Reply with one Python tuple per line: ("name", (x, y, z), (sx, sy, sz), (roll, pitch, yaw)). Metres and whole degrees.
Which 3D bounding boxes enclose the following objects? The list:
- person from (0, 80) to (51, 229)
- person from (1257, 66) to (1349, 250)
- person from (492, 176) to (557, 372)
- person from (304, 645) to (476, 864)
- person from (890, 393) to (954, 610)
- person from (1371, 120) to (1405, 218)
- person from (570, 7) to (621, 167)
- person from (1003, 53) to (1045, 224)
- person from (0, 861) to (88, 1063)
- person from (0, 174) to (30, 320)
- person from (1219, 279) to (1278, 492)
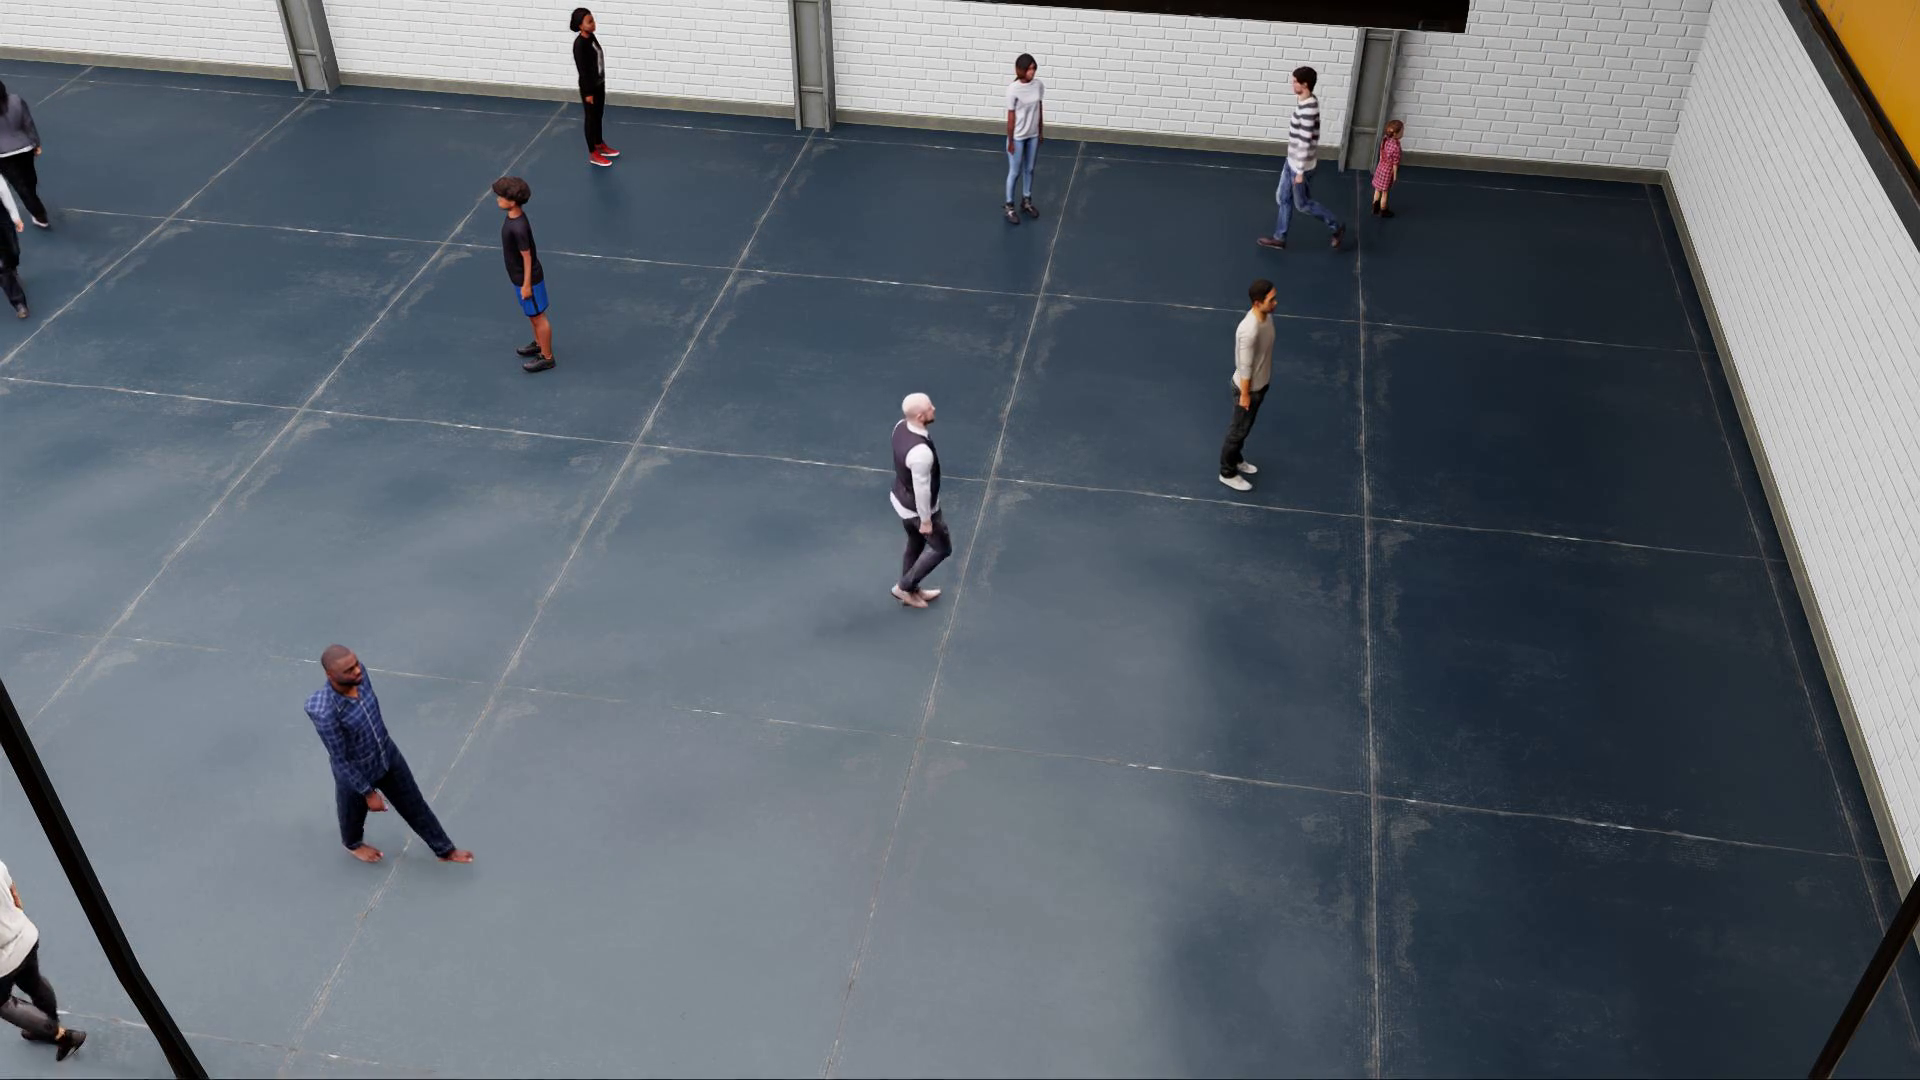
("person", (-9.344, -3.830, 16.440), (1.127, 1.561, 0.951), (26, 45, 29))
("person", (3.375, -3.612, 15.966), (1.062, 1.812, 0.707), (4, 39, 5))
("person", (-3.741, -2.306, 14.341), (0.738, 1.799, 0.713), (-13, 41, -16))
("person", (-3.606, 1.300, 9.834), (1.179, 1.790, 0.817), (13, 41, 16))
("person", (-0.378, -0.222, 11.722), (0.857, 1.811, 0.840), (-13, 40, -15))
("person", (4.310, -3.752, 16.774), (0.551, 1.022, 0.503), (-15, 41, -18))
("person", (-3.898, -4.803, 17.568), (0.535, 1.674, 0.595), (8, 39, 10))
("person", (0.626, -4.012, 16.540), (0.647, 1.721, 0.711), (-22, 44, -25))
("person", (-5.010, 2.173, 8.805), (0.754, 1.709, 0.644), (8, 39, 10))
("person", (-8.875, -2.974, 15.186), (1.164, 1.789, 1.222), (-24, 45, -27))
("person", (2.252, -1.239, 12.996), (0.613, 1.811, 0.707), (15, 41, 18))
